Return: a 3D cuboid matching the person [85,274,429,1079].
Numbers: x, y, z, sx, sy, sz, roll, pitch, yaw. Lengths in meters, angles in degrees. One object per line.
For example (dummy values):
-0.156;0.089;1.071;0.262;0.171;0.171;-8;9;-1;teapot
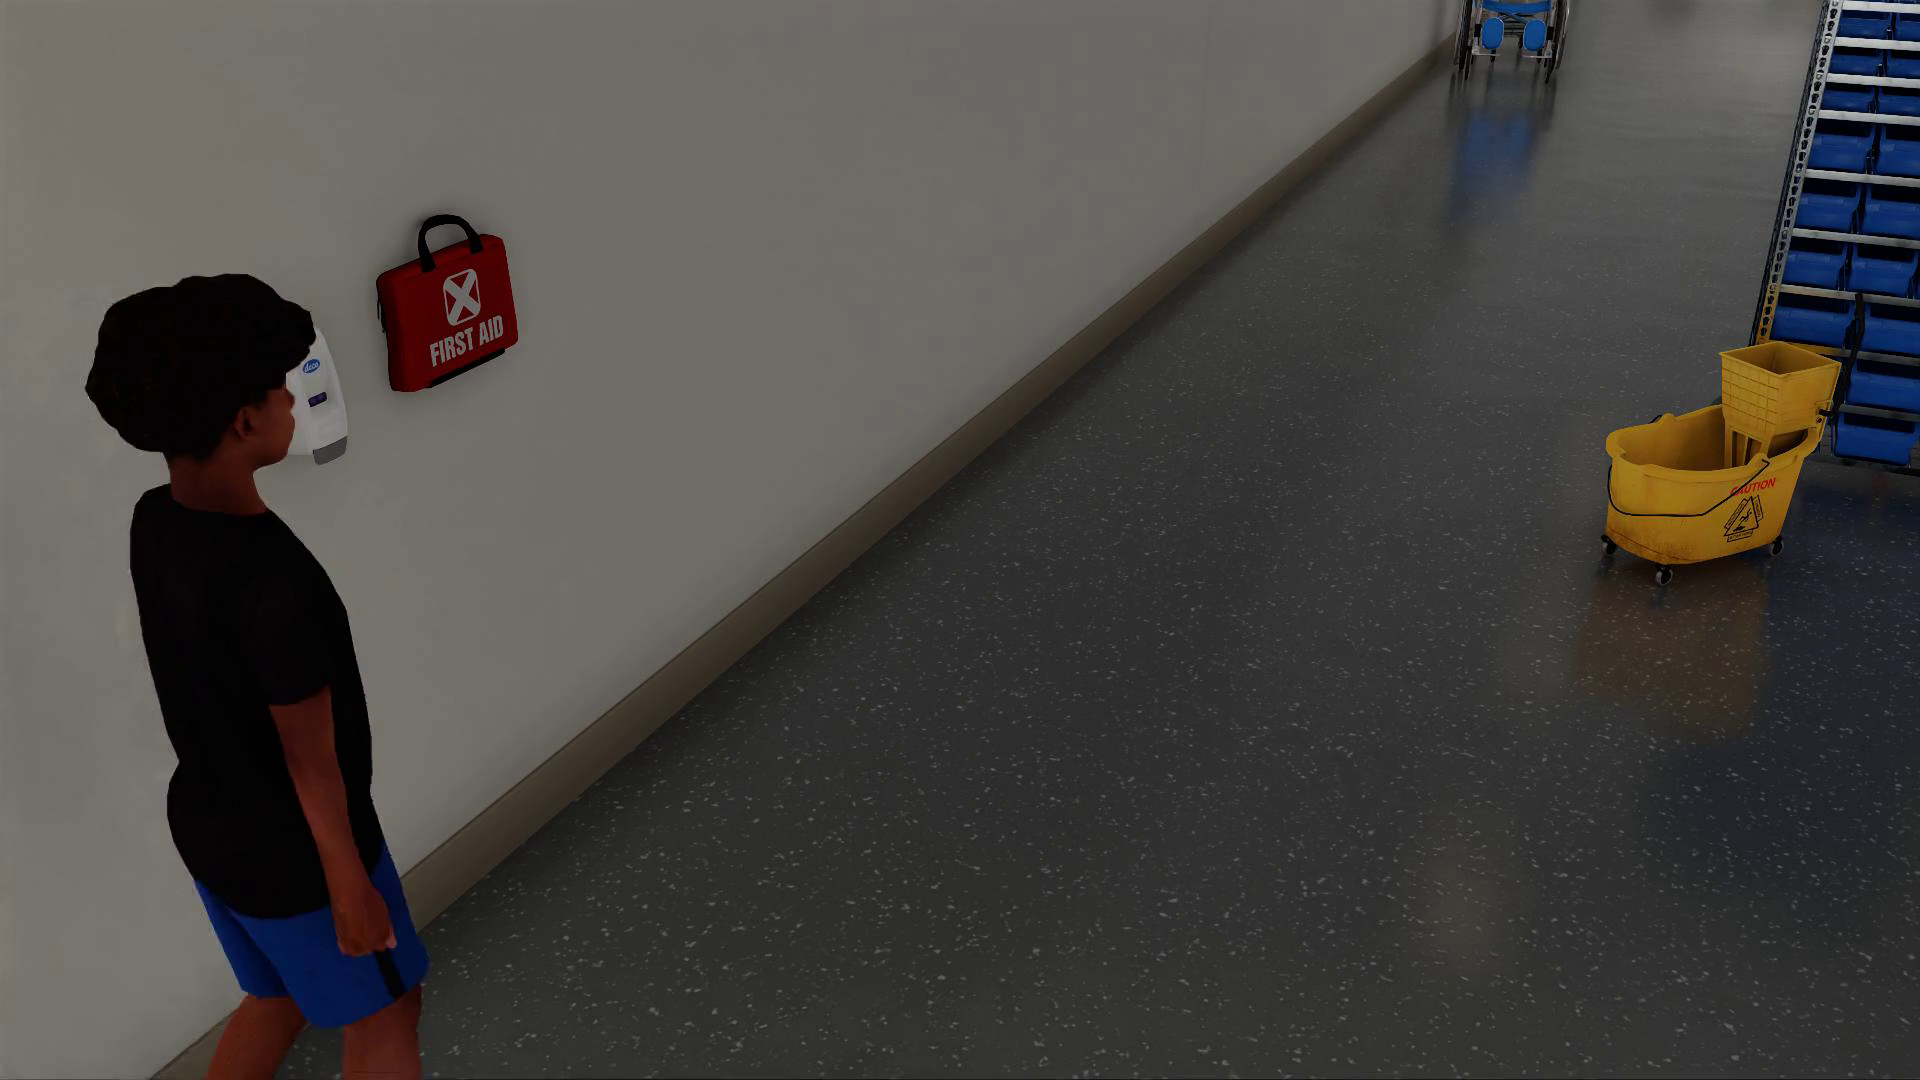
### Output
-1.138;0.483;2.612;0.946;1.777;0.876;23;34;39;person
